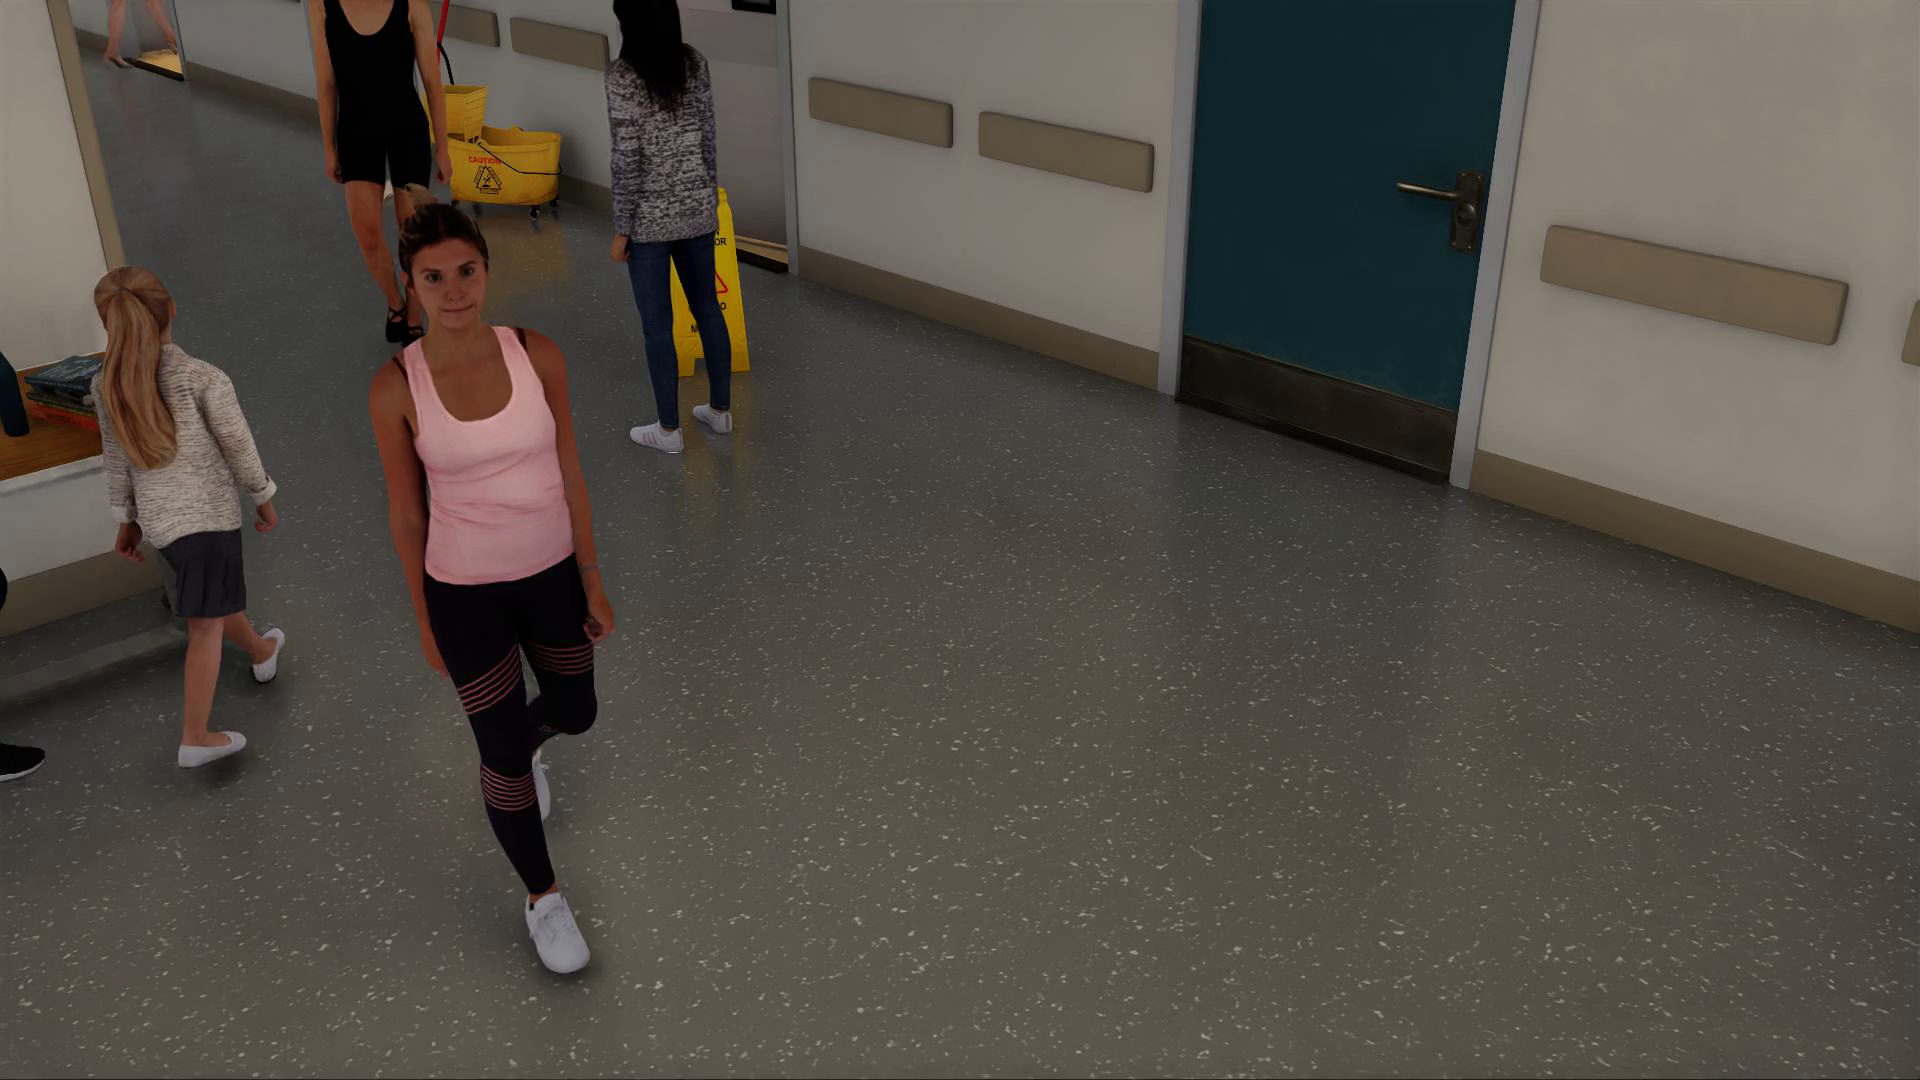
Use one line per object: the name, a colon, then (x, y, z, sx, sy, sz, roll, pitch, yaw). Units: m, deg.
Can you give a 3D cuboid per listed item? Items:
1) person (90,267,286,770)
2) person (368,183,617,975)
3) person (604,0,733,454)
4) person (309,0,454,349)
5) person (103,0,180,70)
person: (-1.961, -0.029, 4.181, 0.913, 1.239, 0.910, 4, 26, 8)
person: (-0.983, 0.066, 3.543, 0.680, 1.631, 1.005, -16, 30, -29)
person: (-1.055, -1.177, 6.002, 0.602, 1.734, 0.503, -23, 34, -39)
person: (-2.412, -1.704, 7.014, 0.781, 1.805, 0.795, -5, 26, -11)
person: (-6.576, -4.542, 12.981, 1.093, 1.731, 0.901, 12, 28, 24)
